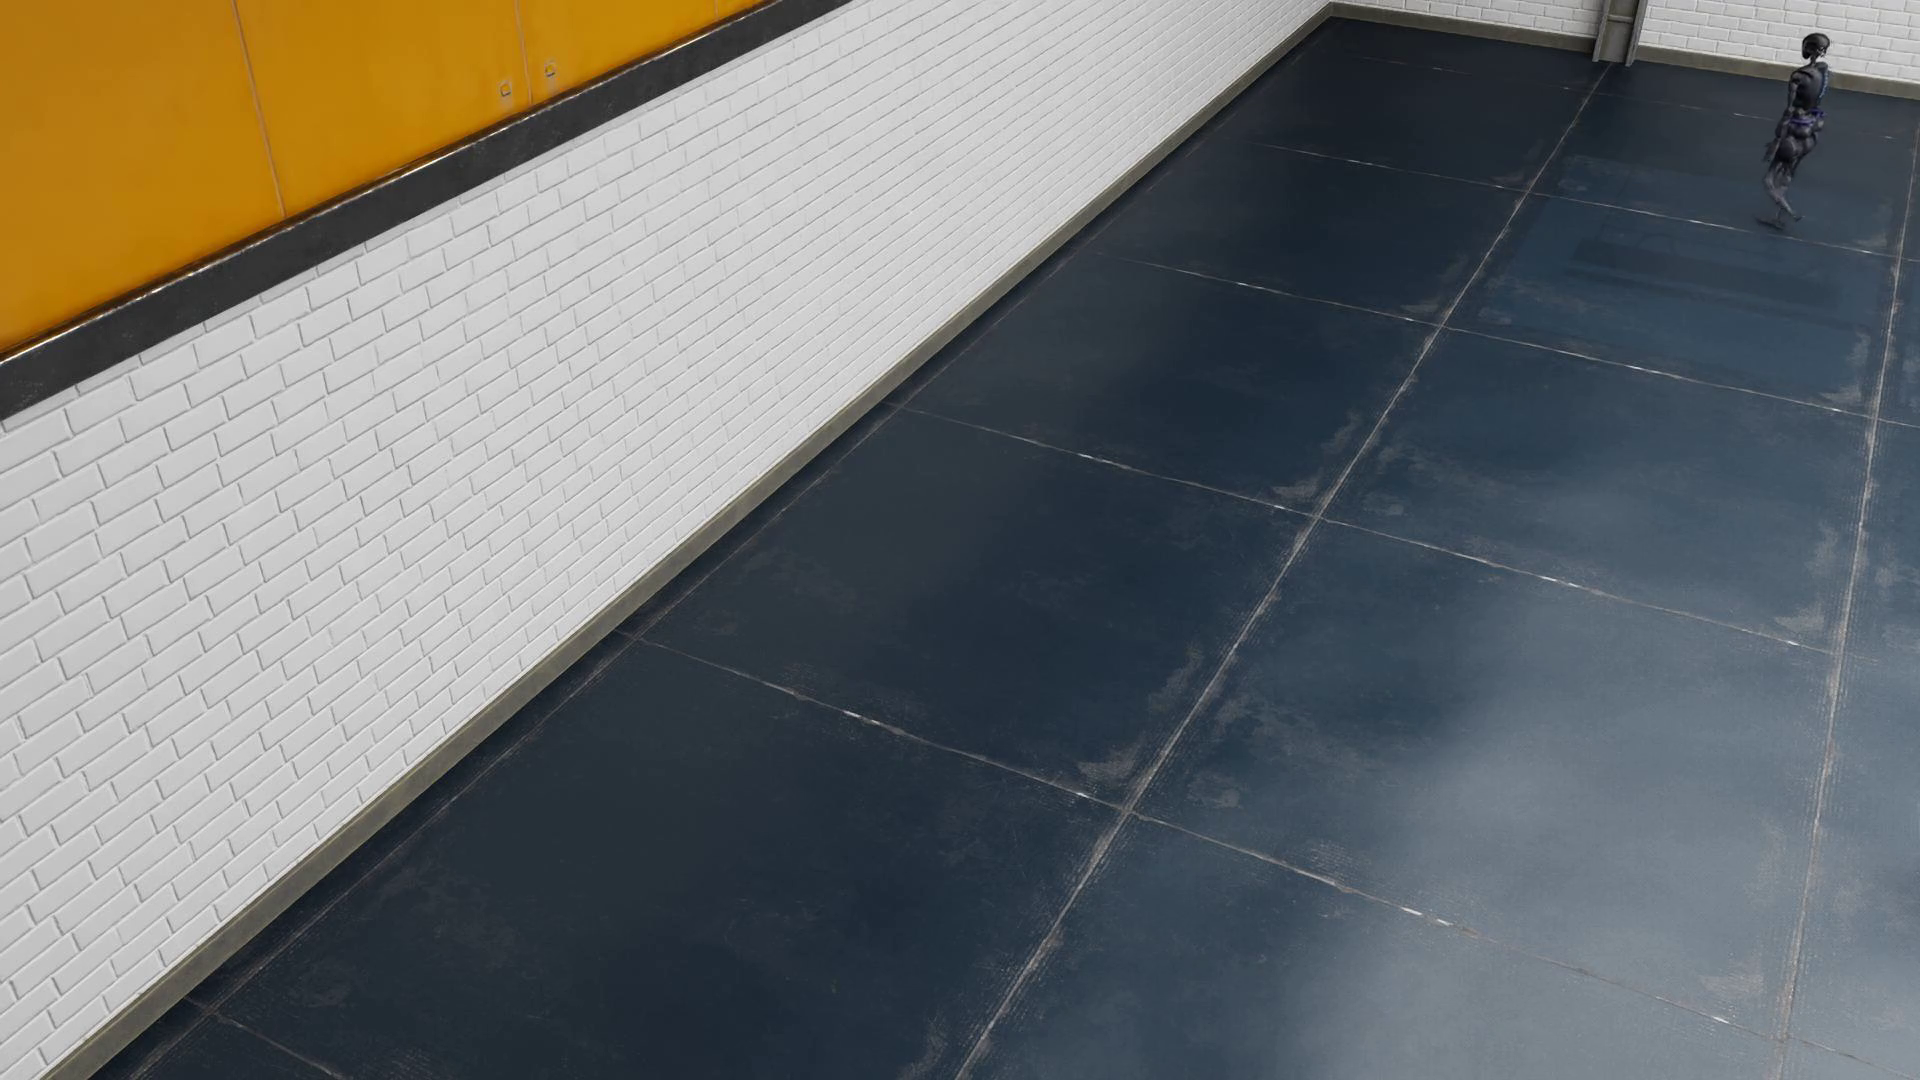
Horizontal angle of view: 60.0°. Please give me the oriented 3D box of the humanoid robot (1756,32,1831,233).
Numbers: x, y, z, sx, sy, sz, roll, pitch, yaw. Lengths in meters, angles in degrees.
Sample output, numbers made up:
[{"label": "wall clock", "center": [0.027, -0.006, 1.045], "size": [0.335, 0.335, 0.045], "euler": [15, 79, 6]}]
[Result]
[{"label": "humanoid robot", "center": [6.936, -3.322, 13.651], "size": [0.609, 1.644, 0.439], "euler": [-24, 41, -31]}]
